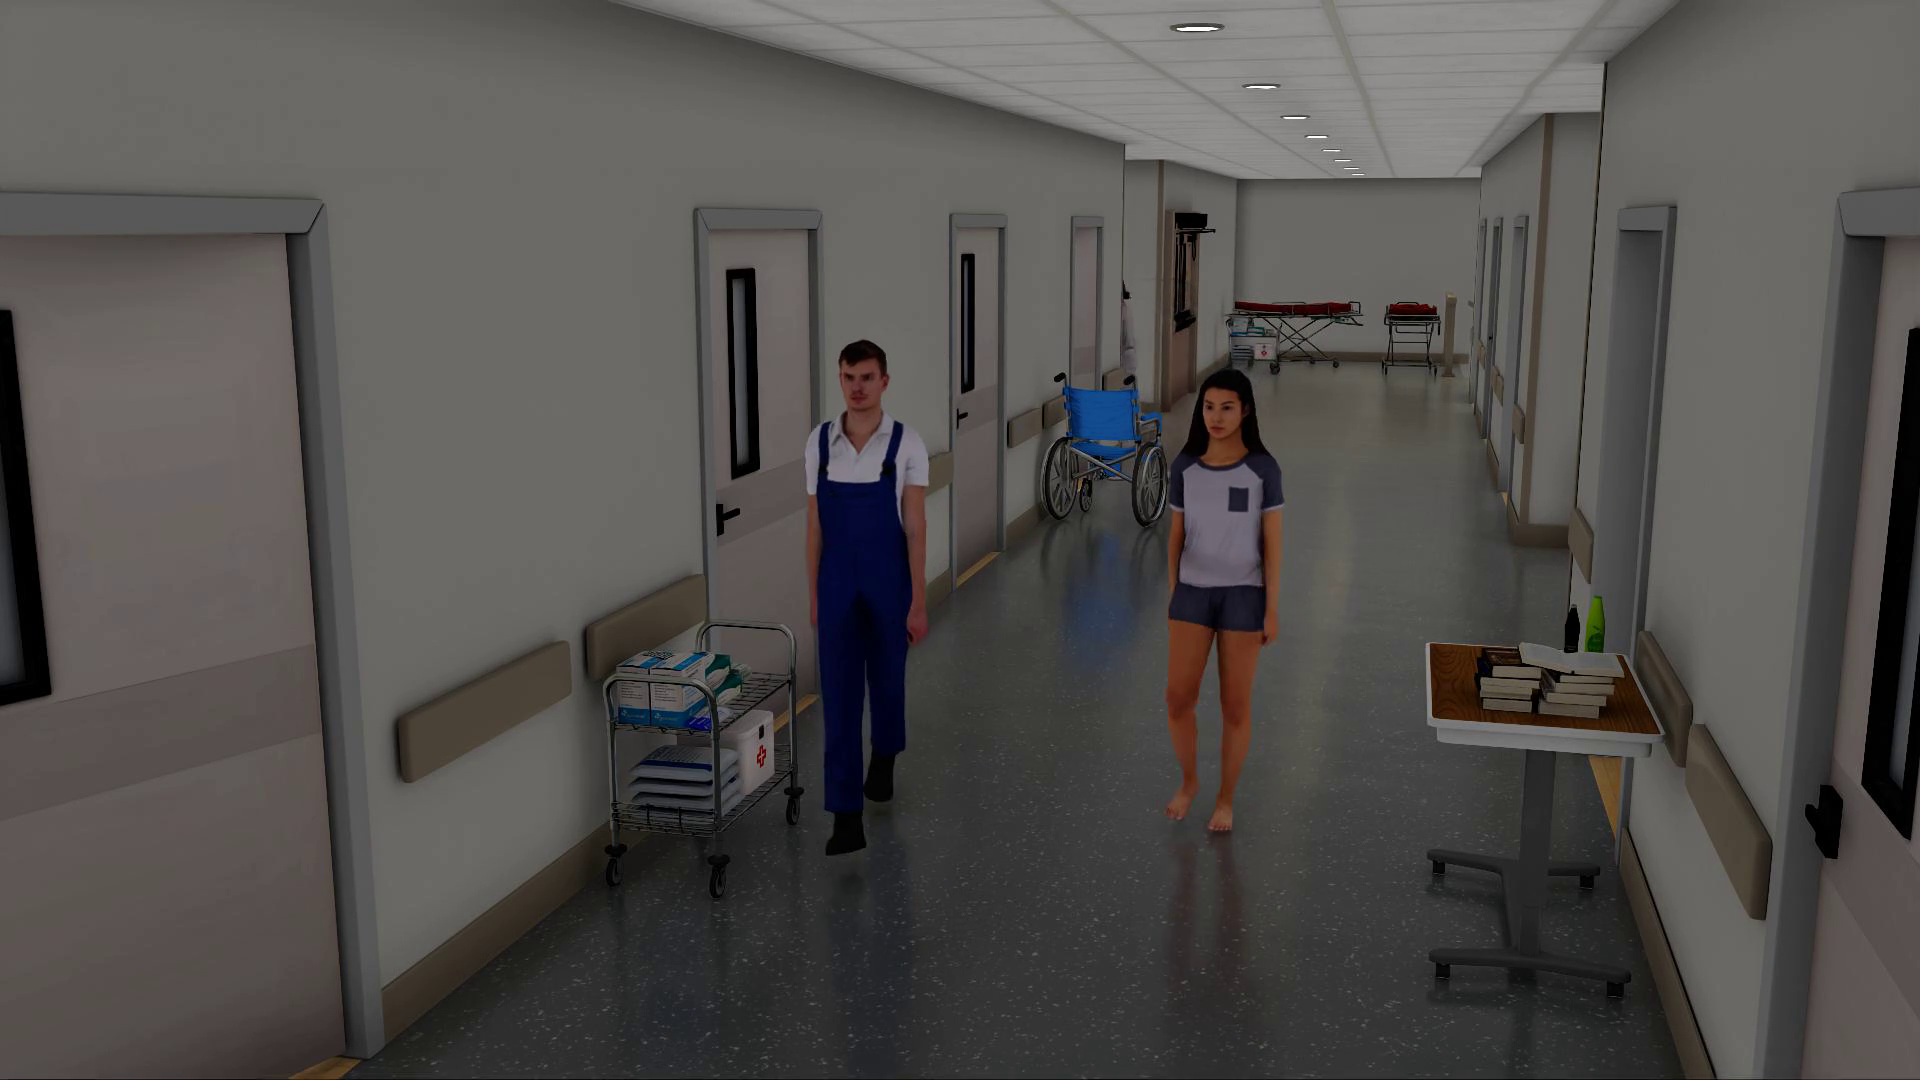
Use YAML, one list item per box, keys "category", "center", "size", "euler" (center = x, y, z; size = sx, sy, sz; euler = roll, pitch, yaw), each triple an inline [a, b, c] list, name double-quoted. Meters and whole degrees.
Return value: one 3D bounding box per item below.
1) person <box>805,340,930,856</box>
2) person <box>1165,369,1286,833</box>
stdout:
- category: "person"
  center: [-0.323, 0.192, 6.187]
  size: [0.778, 1.798, 1.325]
  euler: [1, 11, 5]
- category: "person"
  center: [0.995, 0.224, 6.216]
  size: [0.586, 1.723, 0.563]
  euler: [3, 11, 16]
